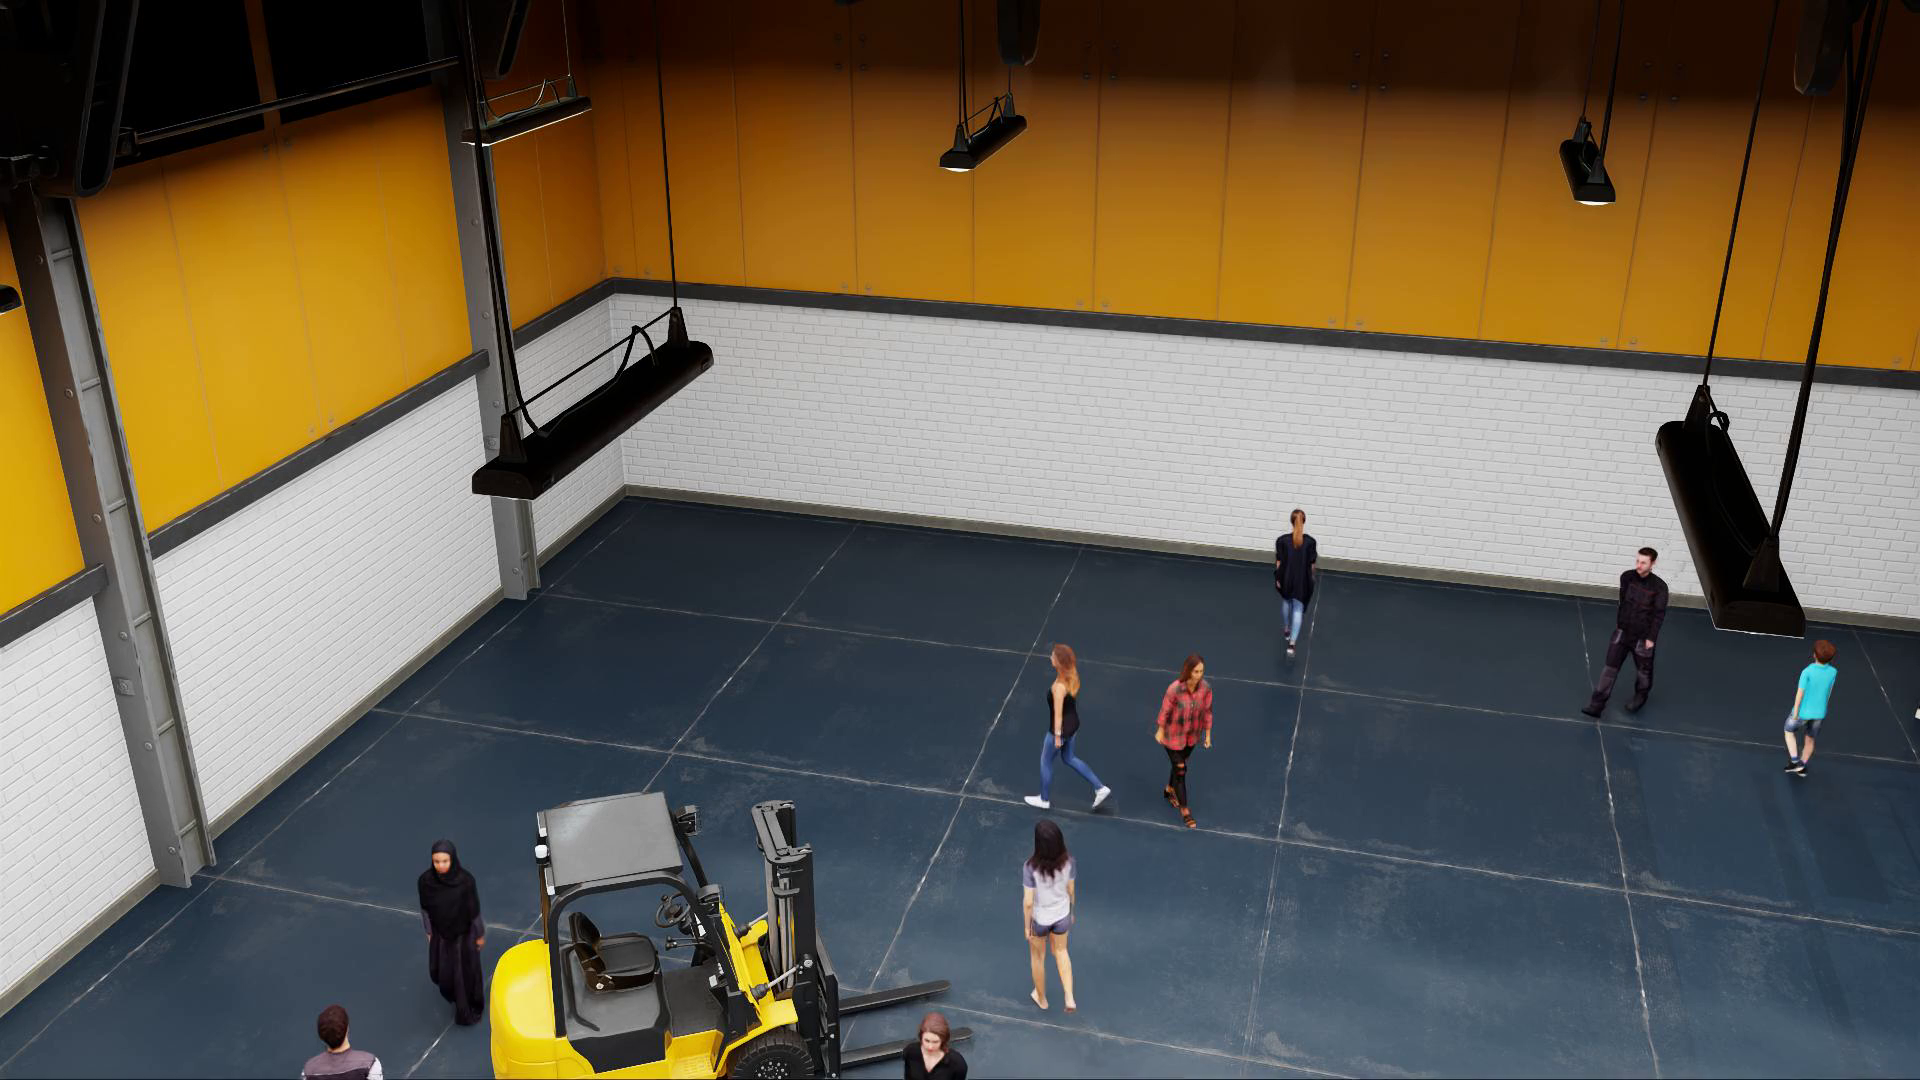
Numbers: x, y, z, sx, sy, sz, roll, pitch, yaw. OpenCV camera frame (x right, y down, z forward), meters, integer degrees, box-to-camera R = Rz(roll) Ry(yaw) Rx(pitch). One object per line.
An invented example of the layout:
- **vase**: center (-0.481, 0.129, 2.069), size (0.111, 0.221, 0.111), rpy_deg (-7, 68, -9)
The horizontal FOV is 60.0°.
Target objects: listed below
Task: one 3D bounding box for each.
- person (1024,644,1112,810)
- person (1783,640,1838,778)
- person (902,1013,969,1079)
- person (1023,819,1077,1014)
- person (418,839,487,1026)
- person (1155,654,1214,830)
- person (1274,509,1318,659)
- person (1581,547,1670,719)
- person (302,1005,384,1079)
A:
- **person**: center (1.026, 1.758, 15.298), size (0.745, 1.697, 0.991), rpy_deg (10, 26, 22)
- **person**: center (8.163, 1.637, 15.896), size (0.592, 1.439, 0.640), rpy_deg (0, 24, -1)
- **person**: center (-0.161, 3.701, 10.889), size (0.602, 1.667, 0.890), rpy_deg (6, 24, 12)
- **person**: center (0.711, 2.917, 12.622), size (0.827, 1.716, 0.923), rpy_deg (-8, 25, -18)
- **person**: center (-3.849, 2.937, 12.714), size (0.771, 1.606, 0.905), rpy_deg (-2, 24, -5)
- **person**: center (2.010, 1.760, 15.333), size (0.933, 1.663, 1.049), rpy_deg (-7, 25, -15)
- **person**: center (3.675, 0.488, 18.255), size (0.623, 1.654, 1.082), rpy_deg (7, 25, 15)
- **person**: center (6.934, 0.944, 16.958), size (1.287, 1.857, 1.132), rpy_deg (-18, 30, -36)
- **person**: center (-3.823, 3.788, 10.486), size (0.870, 1.831, 1.036), rpy_deg (-1, 24, -2)
